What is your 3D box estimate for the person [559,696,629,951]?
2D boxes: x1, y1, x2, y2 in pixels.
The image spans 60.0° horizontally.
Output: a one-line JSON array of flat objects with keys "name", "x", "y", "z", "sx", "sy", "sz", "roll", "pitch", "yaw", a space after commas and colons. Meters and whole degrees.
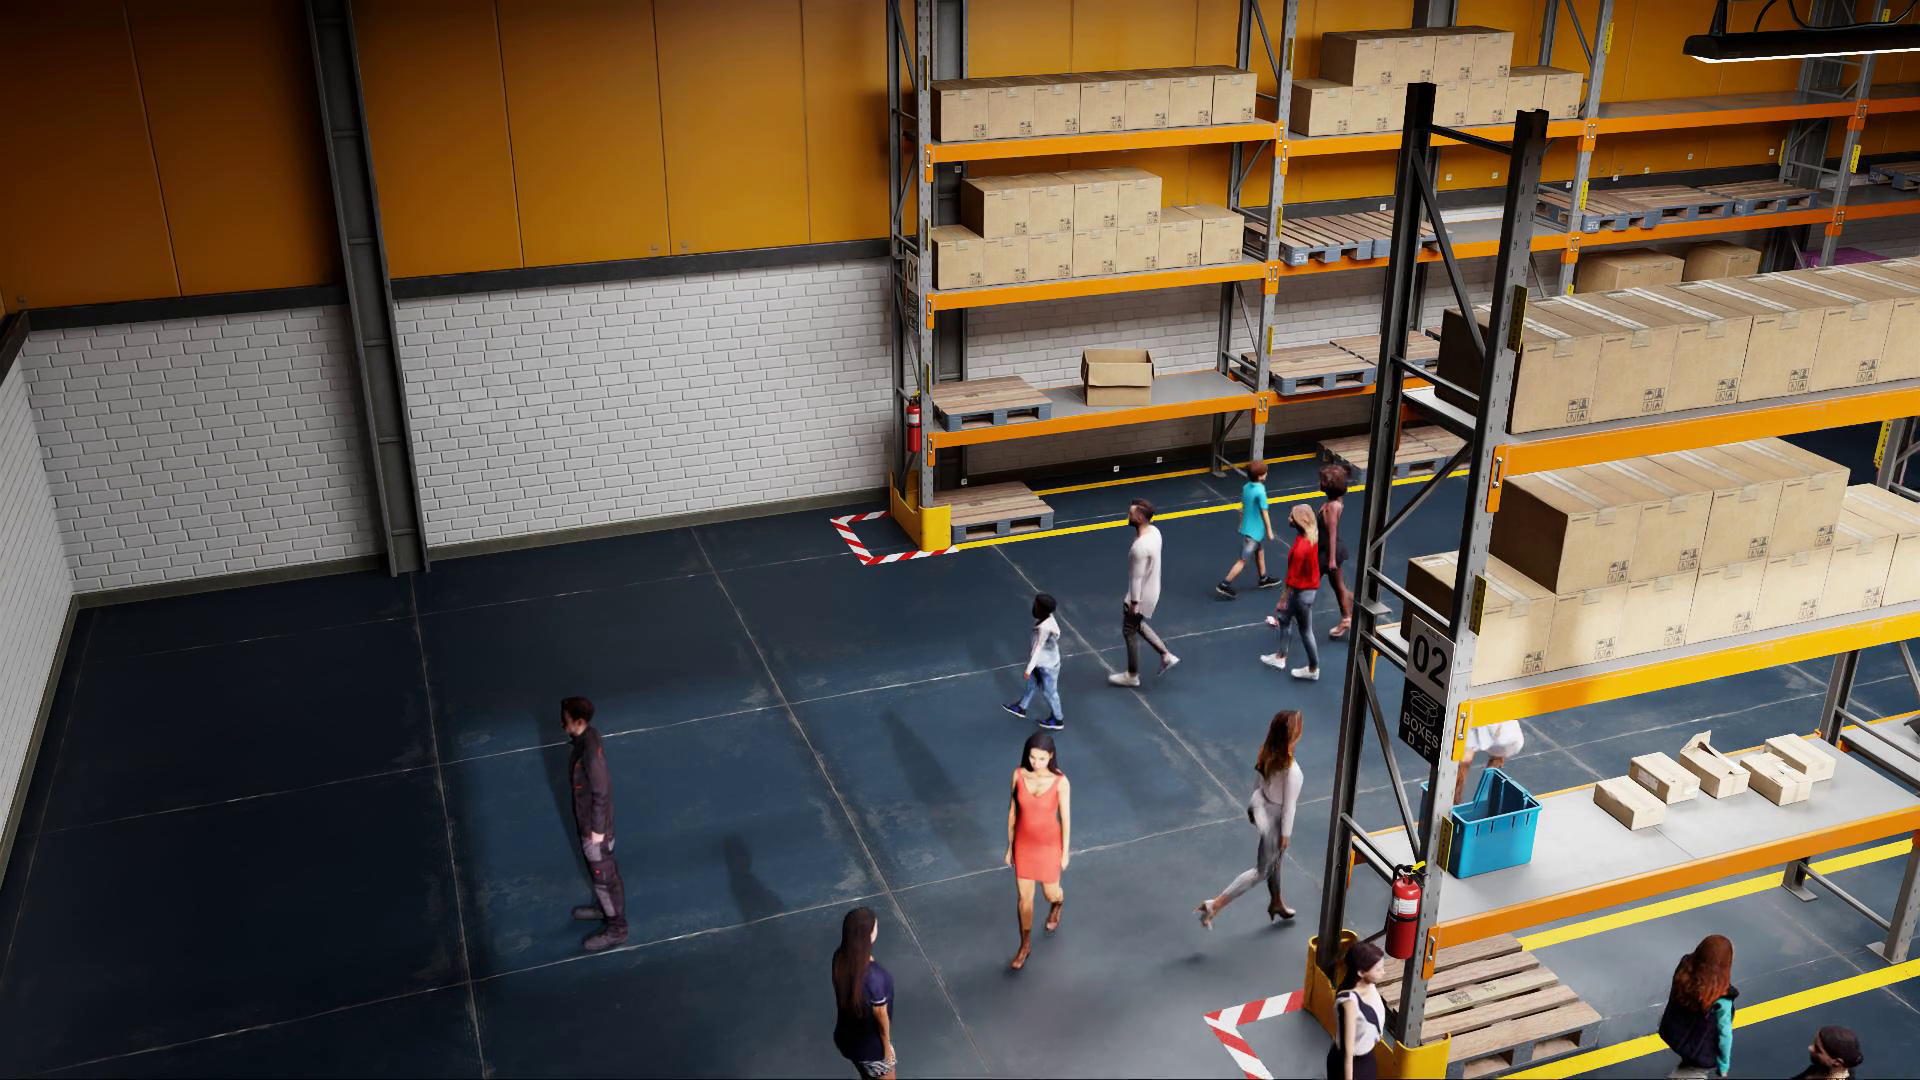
[{"name": "person", "x": -2.525, "y": 1.912, "z": 11.430, "sx": 0.546, "sy": 1.911, "sz": 0.675, "roll": -8, "pitch": 25, "yaw": -19}]

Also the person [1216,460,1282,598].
[{"name": "person", "x": 2.869, "y": -0.093, "z": 16.629, "sx": 0.997, "sy": 1.421, "sz": 0.575, "roll": -6, "pitch": 24, "yaw": -14}]

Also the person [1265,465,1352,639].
[{"name": "person", "x": 3.564, "y": 0.155, "z": 15.641, "sx": 1.103, "sy": 1.757, "sz": 0.981, "roll": 7, "pitch": 25, "yaw": 15}]

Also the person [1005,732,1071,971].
[{"name": "person", "x": 0.557, "y": 2.057, "z": 11.351, "sx": 0.932, "sy": 1.709, "sz": 0.976, "roll": 9, "pitch": 25, "yaw": 20}]

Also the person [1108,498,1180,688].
[{"name": "person", "x": 1.690, "y": 0.479, "z": 14.815, "sx": 1.002, "sy": 1.825, "sz": 0.931, "roll": 9, "pitch": 25, "yaw": 19}]

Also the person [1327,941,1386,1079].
[{"name": "person", "x": 2.132, "y": 2.956, "z": 9.386, "sx": 0.878, "sy": 1.635, "sz": 0.831, "roll": 12, "pitch": 26, "yaw": 26}]

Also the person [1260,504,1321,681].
[{"name": "person", "x": 3.159, "y": 0.501, "z": 14.942, "sx": 0.951, "sy": 1.683, "sz": 0.887, "roll": 9, "pitch": 25, "yaw": 20}]

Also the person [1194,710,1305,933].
[{"name": "person", "x": 2.059, "y": 1.989, "z": 11.471, "sx": 1.064, "sy": 1.737, "sz": 0.581, "roll": -8, "pitch": 25, "yaw": -19}]

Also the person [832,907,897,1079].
[{"name": "person", "x": -0.601, "y": 2.891, "z": 9.395, "sx": 0.943, "sy": 1.748, "sz": 0.757, "roll": -18, "pitch": 30, "yaw": -36}]

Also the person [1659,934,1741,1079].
[{"name": "person", "x": 4.184, "y": 2.942, "z": 9.629, "sx": 1.026, "sy": 1.465, "sz": 0.678, "roll": -5, "pitch": 24, "yaw": -11}]

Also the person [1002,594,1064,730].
[{"name": "person", "x": 0.784, "y": 1.051, "z": 14.236, "sx": 0.845, "sy": 1.240, "sz": 0.695, "roll": 3, "pitch": 24, "yaw": 7}]
